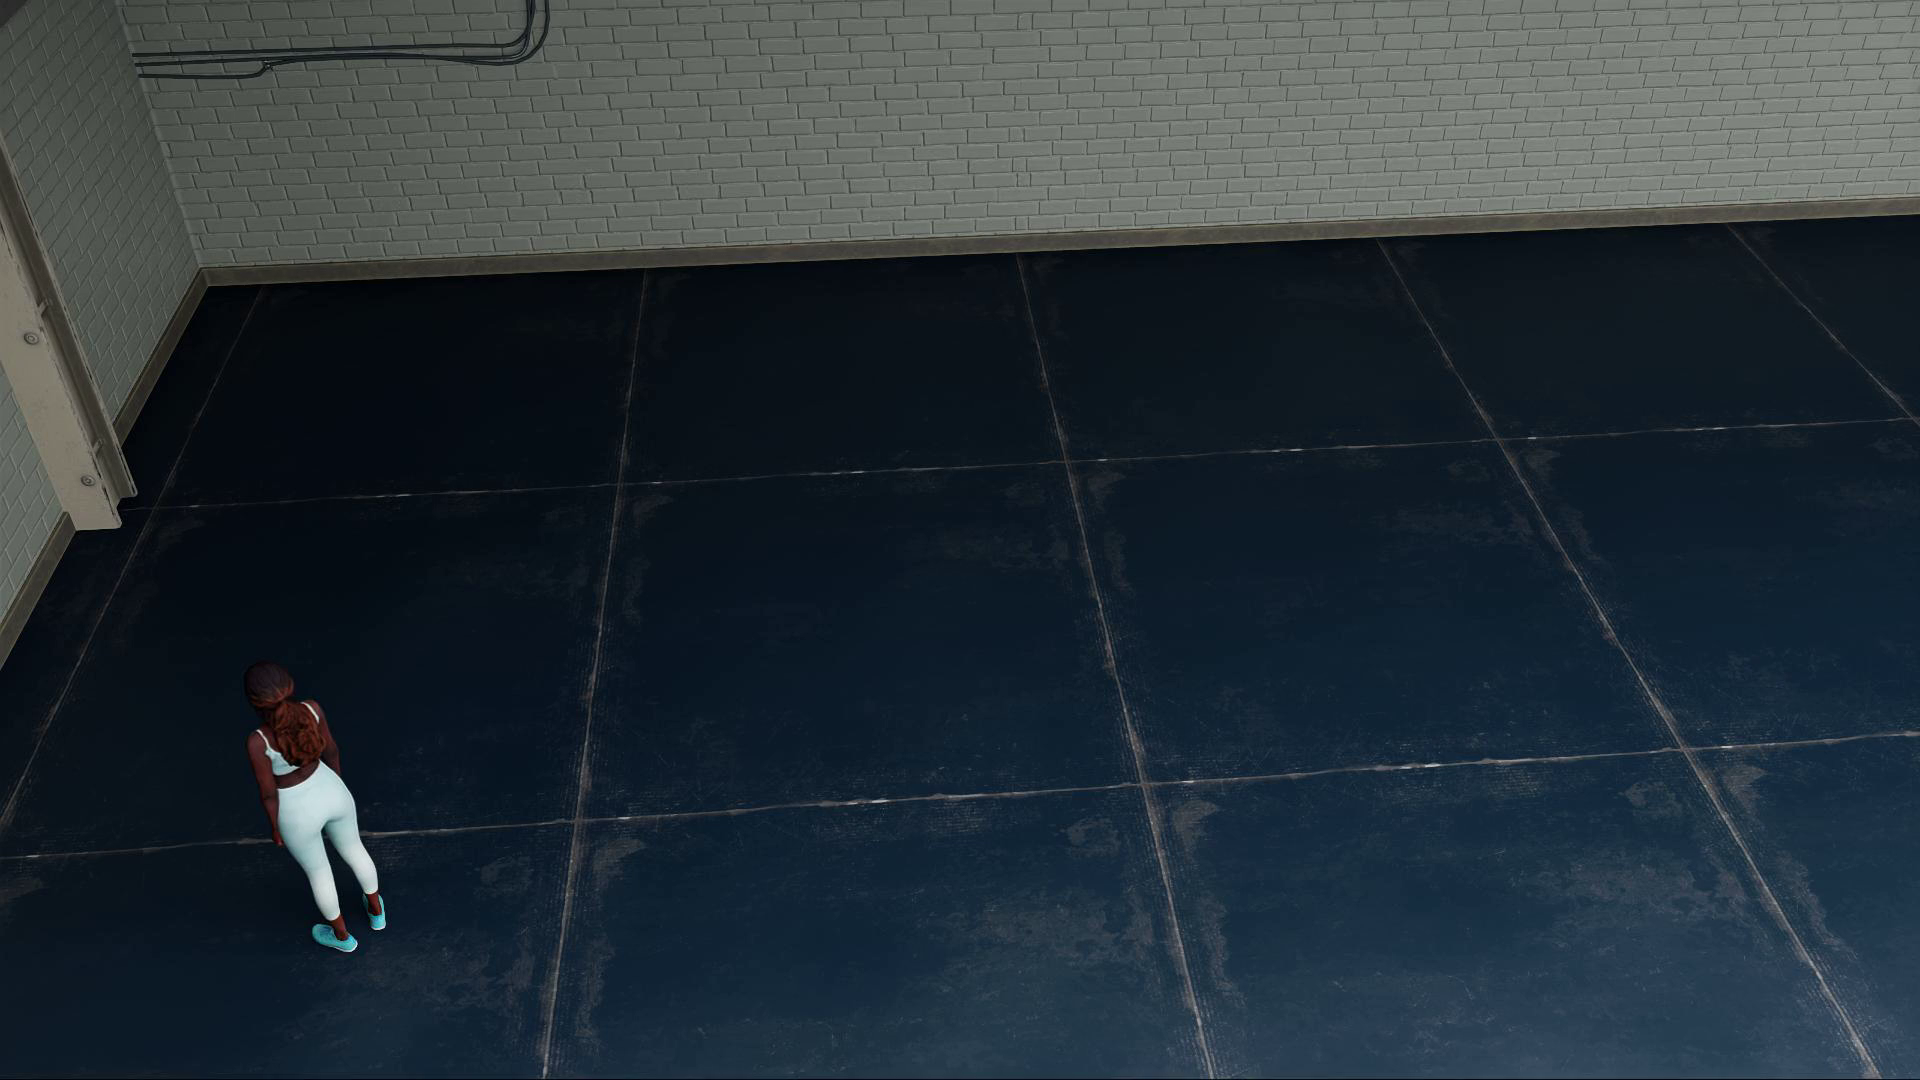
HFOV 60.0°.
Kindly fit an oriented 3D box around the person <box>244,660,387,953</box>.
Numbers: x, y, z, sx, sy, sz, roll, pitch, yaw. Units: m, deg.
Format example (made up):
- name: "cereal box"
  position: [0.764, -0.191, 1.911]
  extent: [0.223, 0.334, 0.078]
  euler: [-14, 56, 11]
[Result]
- name: "person"
  position: [-2.965, 1.226, 7.614]
  extent: [0.711, 1.725, 0.645]
  euler: [25, 45, 29]
